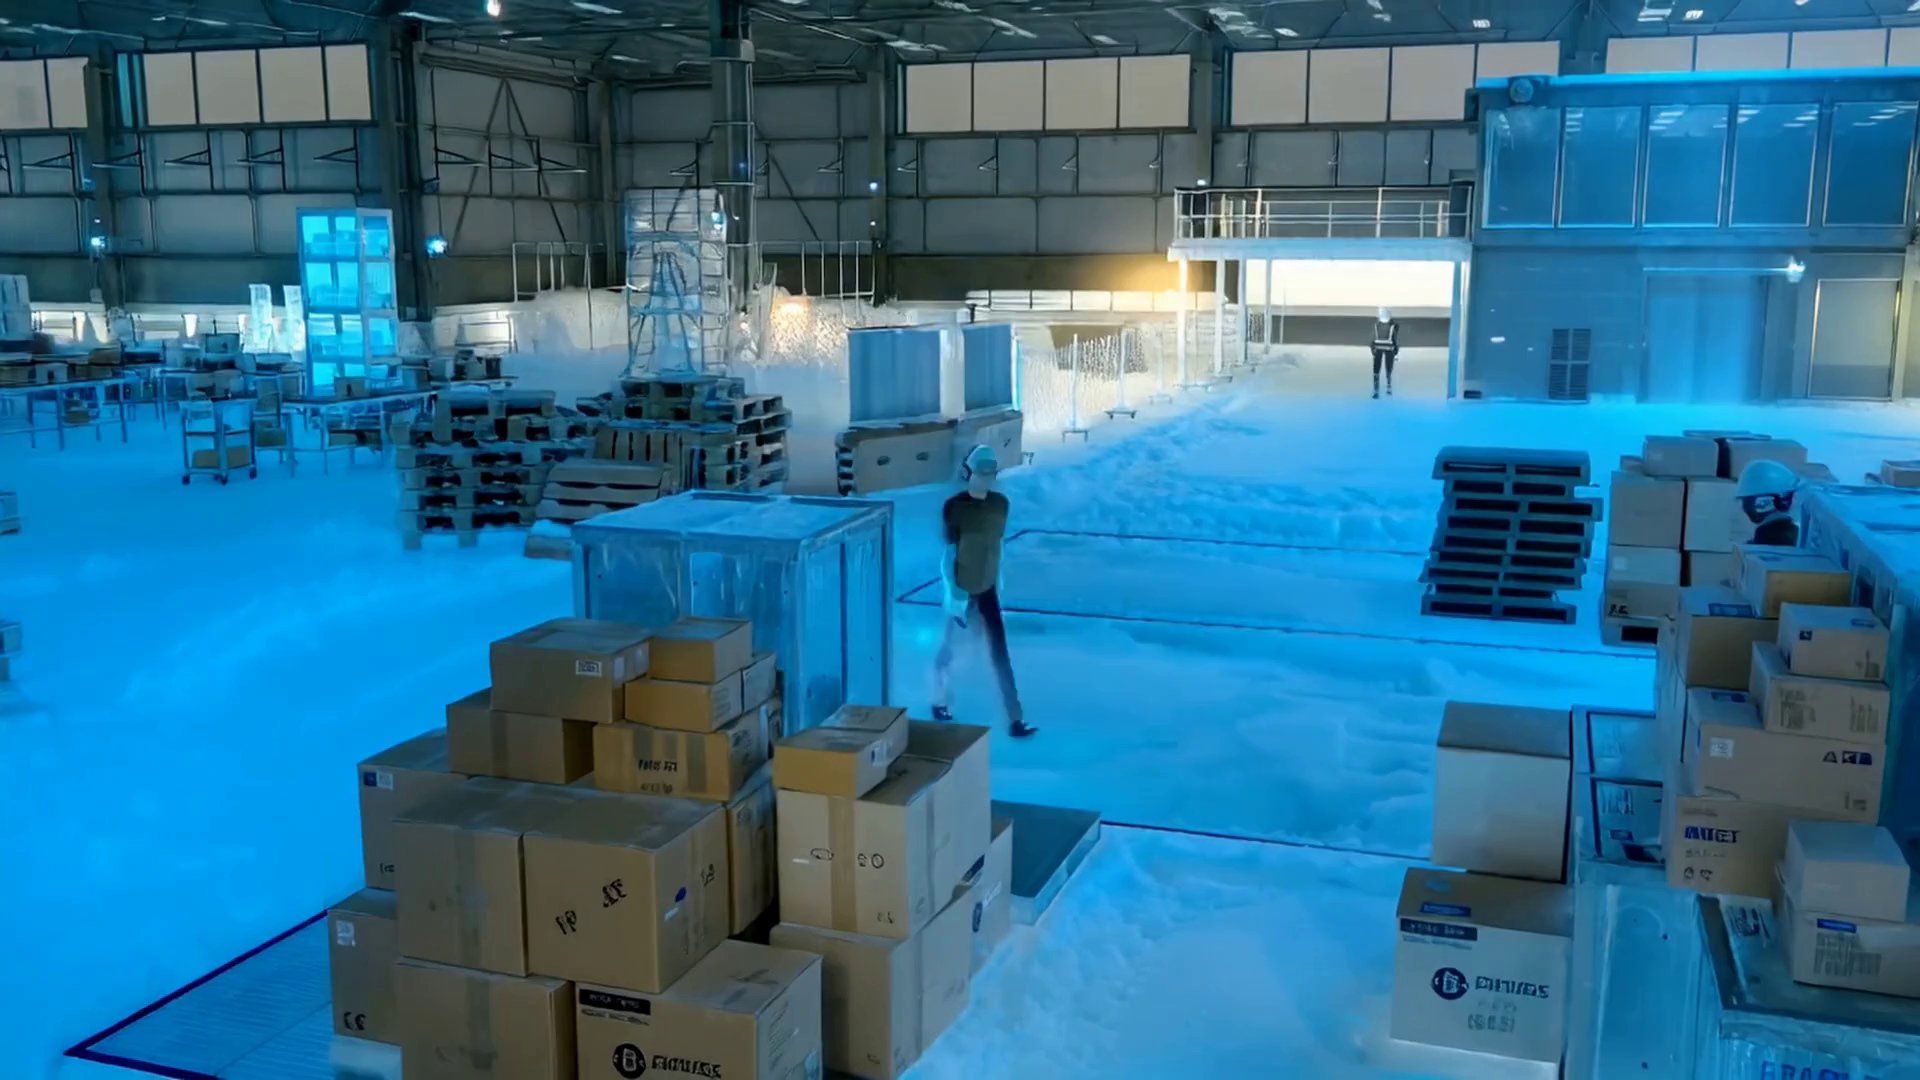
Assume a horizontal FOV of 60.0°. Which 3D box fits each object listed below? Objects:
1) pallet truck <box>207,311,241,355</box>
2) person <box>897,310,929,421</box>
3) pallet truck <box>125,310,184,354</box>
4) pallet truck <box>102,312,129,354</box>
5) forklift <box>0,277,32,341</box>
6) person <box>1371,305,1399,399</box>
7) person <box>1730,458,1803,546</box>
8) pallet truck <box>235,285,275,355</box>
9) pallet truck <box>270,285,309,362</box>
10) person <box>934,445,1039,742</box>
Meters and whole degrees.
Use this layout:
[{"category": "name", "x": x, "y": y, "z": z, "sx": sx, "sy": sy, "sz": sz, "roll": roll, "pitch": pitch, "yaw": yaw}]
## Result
[{"category": "pallet truck", "x": -19.537, "y": -5.575, "z": 44.913, "sx": 0.653, "sy": 1.274, "sz": 1.630, "roll": 3, "pitch": 11, "yaw": 19}, {"category": "person", "x": -0.700, "y": -2.543, "z": 25.807, "sx": 0.532, "sy": 2.017, "sz": 0.626, "roll": -7, "pitch": 12, "yaw": -33}, {"category": "pallet truck", "x": -22.038, "y": -5.665, "z": 45.457, "sx": 0.704, "sy": 1.261, "sz": 1.522, "roll": 3, "pitch": 11, "yaw": 17}, {"category": "pallet truck", "x": -23.057, "y": -5.777, "z": 46.261, "sx": 0.680, "sy": 1.201, "sz": 1.601, "roll": 3, "pitch": 11, "yaw": 19}, {"category": "forklift", "x": -27.151, "y": -6.329, "z": 46.328, "sx": 1.157, "sy": 1.987, "sz": 2.680, "roll": 3, "pitch": 11, "yaw": 17}, {"category": "person", "x": 8.433, "y": -3.733, "z": 33.003, "sx": 0.575, "sy": 1.853, "sz": 0.907, "roll": 5, "pitch": 11, "yaw": 25}, {"category": "person", "x": 3.996, "y": 0.582, "z": 8.306, "sx": 0.609, "sy": 1.989, "sz": 0.391, "roll": -10, "pitch": 14, "yaw": -43}, {"category": "pallet truck", "x": -18.327, "y": -5.835, "z": 44.421, "sx": 0.823, "sy": 1.965, "sz": 1.885, "roll": 4, "pitch": 11, "yaw": 23}, {"category": "pallet truck", "x": -17.147, "y": -5.700, "z": 43.663, "sx": 0.823, "sy": 1.965, "sz": 1.885, "roll": 3, "pitch": 11, "yaw": 17}, {"category": "person", "x": 0.118, "y": 0.333, "z": 10.190, "sx": 0.509, "sy": 1.822, "sz": 1.008, "roll": -5, "pitch": 11, "yaw": -28}]
